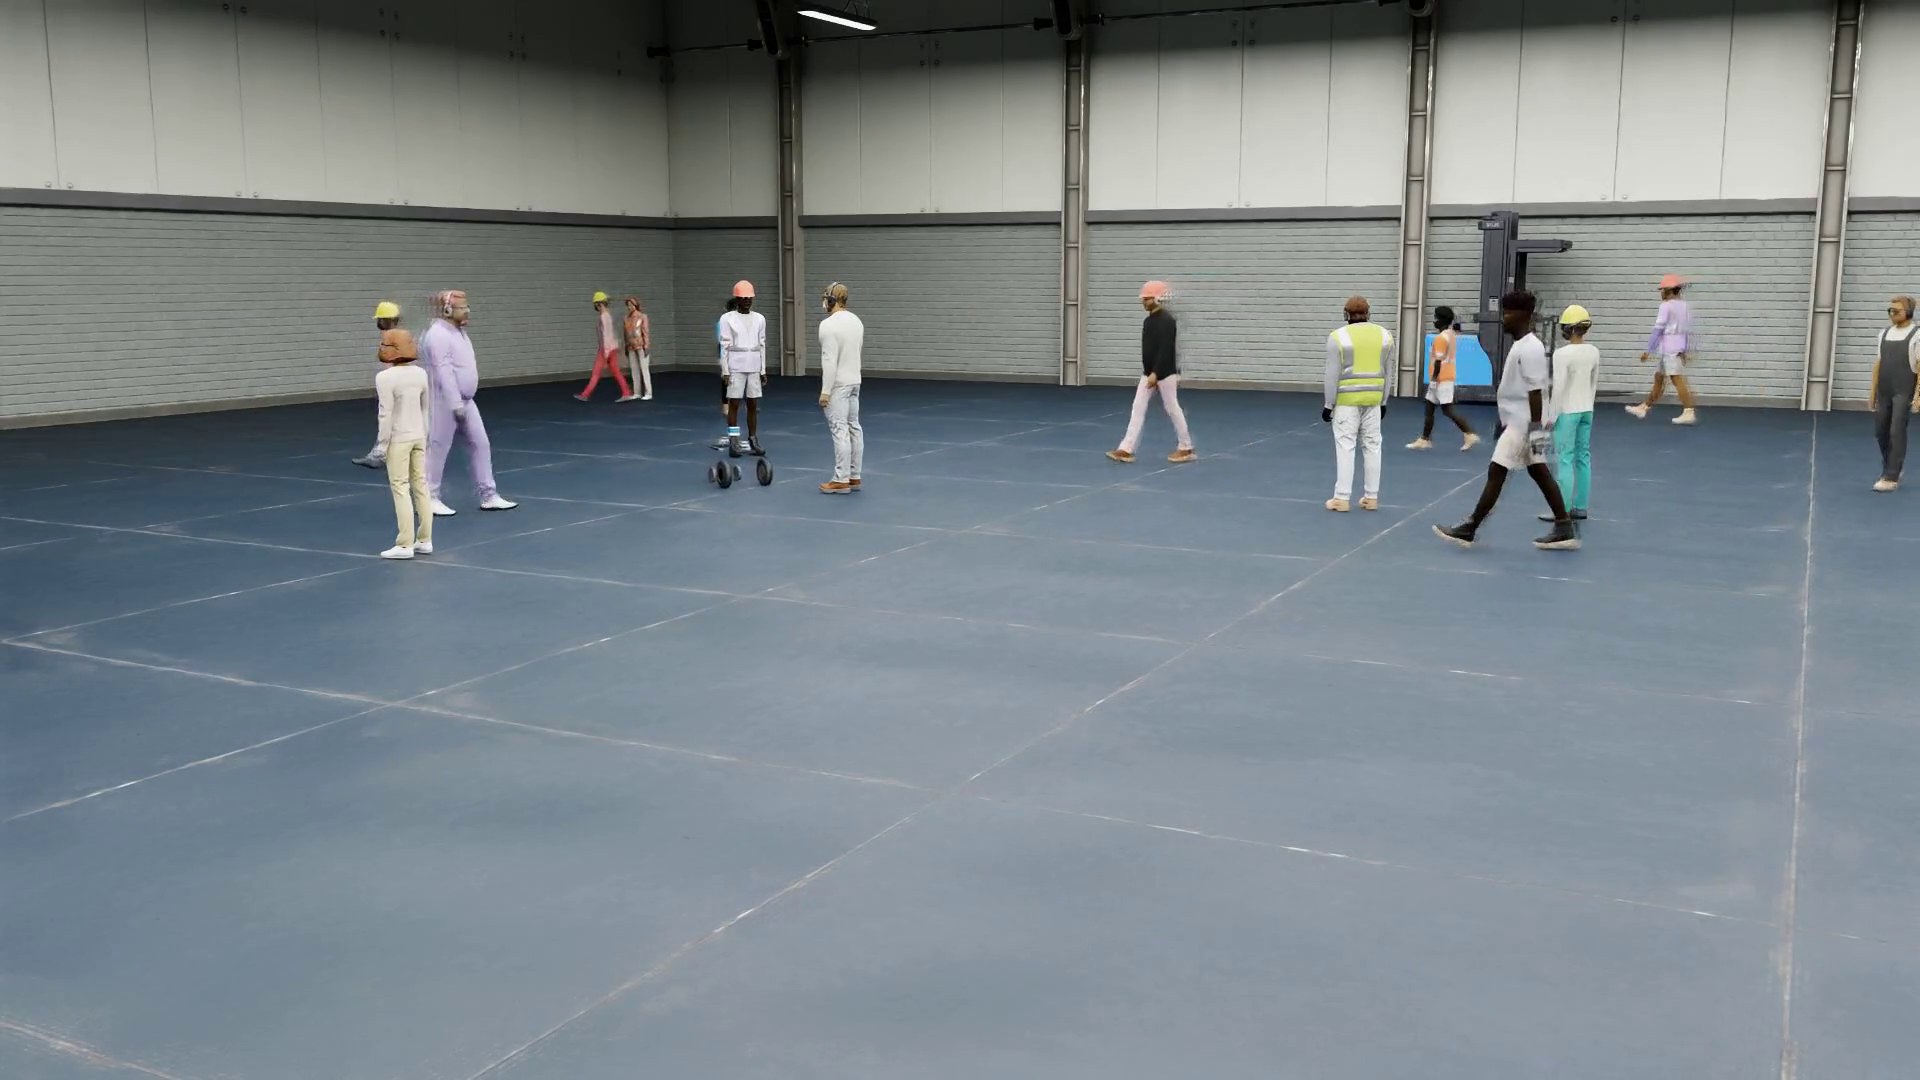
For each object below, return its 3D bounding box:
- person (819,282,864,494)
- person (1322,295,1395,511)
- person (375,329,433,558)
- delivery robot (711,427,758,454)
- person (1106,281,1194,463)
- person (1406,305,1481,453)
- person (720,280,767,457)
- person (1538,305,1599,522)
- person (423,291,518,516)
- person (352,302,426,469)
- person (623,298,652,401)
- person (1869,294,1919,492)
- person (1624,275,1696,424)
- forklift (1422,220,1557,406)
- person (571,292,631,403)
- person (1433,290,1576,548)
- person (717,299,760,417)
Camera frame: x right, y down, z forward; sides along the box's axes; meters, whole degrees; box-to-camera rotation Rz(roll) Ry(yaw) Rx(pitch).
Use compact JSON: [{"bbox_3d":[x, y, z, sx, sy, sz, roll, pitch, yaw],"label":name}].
[{"bbox_3d":[-1.114,-1.409,15.423,0.379,1.940,0.629,5,10,26],"label":"person"},{"bbox_3d":[3.392,-1.171,14.270,0.619,1.839,0.430,-2,10,-15],"label":"person"},{"bbox_3d":[-3.998,-0.694,11.937,0.278,1.636,0.506,4,10,21],"label":"person"},{"bbox_3d":[-2.173,-0.976,16.049,0.335,0.223,0.698,-5,11,-29],"label":"delivery robot"},{"bbox_3d":[2.092,-1.793,17.804,1.014,1.943,0.609,-5,10,-26],"label":"person"},{"bbox_3d":[5.510,-1.818,18.788,0.817,1.668,0.537,4,10,26],"label":"person"},{"bbox_3d":[-2.387,-1.901,18.455,0.544,1.939,0.354,-6,11,-32],"label":"person"},{"bbox_3d":[5.004,-1.034,13.640,0.525,1.769,0.314,-6,11,-33],"label":"person"},{"bbox_3d":[-4.146,-1.131,13.920,0.879,1.875,0.660,1,9,8],"label":"person"},{"bbox_3d":[-5.849,-1.557,17.004,0.825,1.723,0.546,-1,9,-7],"label":"person"},{"bbox_3d":[-5.124,-3.028,26.387,0.521,1.620,0.335,6,11,31],"label":"person"},{"bbox_3d":[8.794,-1.383,15.611,0.470,1.852,0.519,-4,10,-22],"label":"person"},{"bbox_3d":[9.517,-2.566,22.426,1.066,1.983,0.631,9,13,43],"label":"person"},{"bbox_3d":[8.245,-3.527,25.720,1.873,2.768,1.129,5,10,27],"label":"forklift"},{"bbox_3d":[-5.543,-2.958,25.692,0.901,1.706,0.546,0,9,-3],"label":"person"},{"bbox_3d":[4.099,-0.883,12.272,1.040,1.906,0.626,3,10,15],"label":"person"},{"bbox_3d":[-3.110,-2.525,23.172,0.552,1.646,0.875,-5,11,-30],"label":"person"}]
